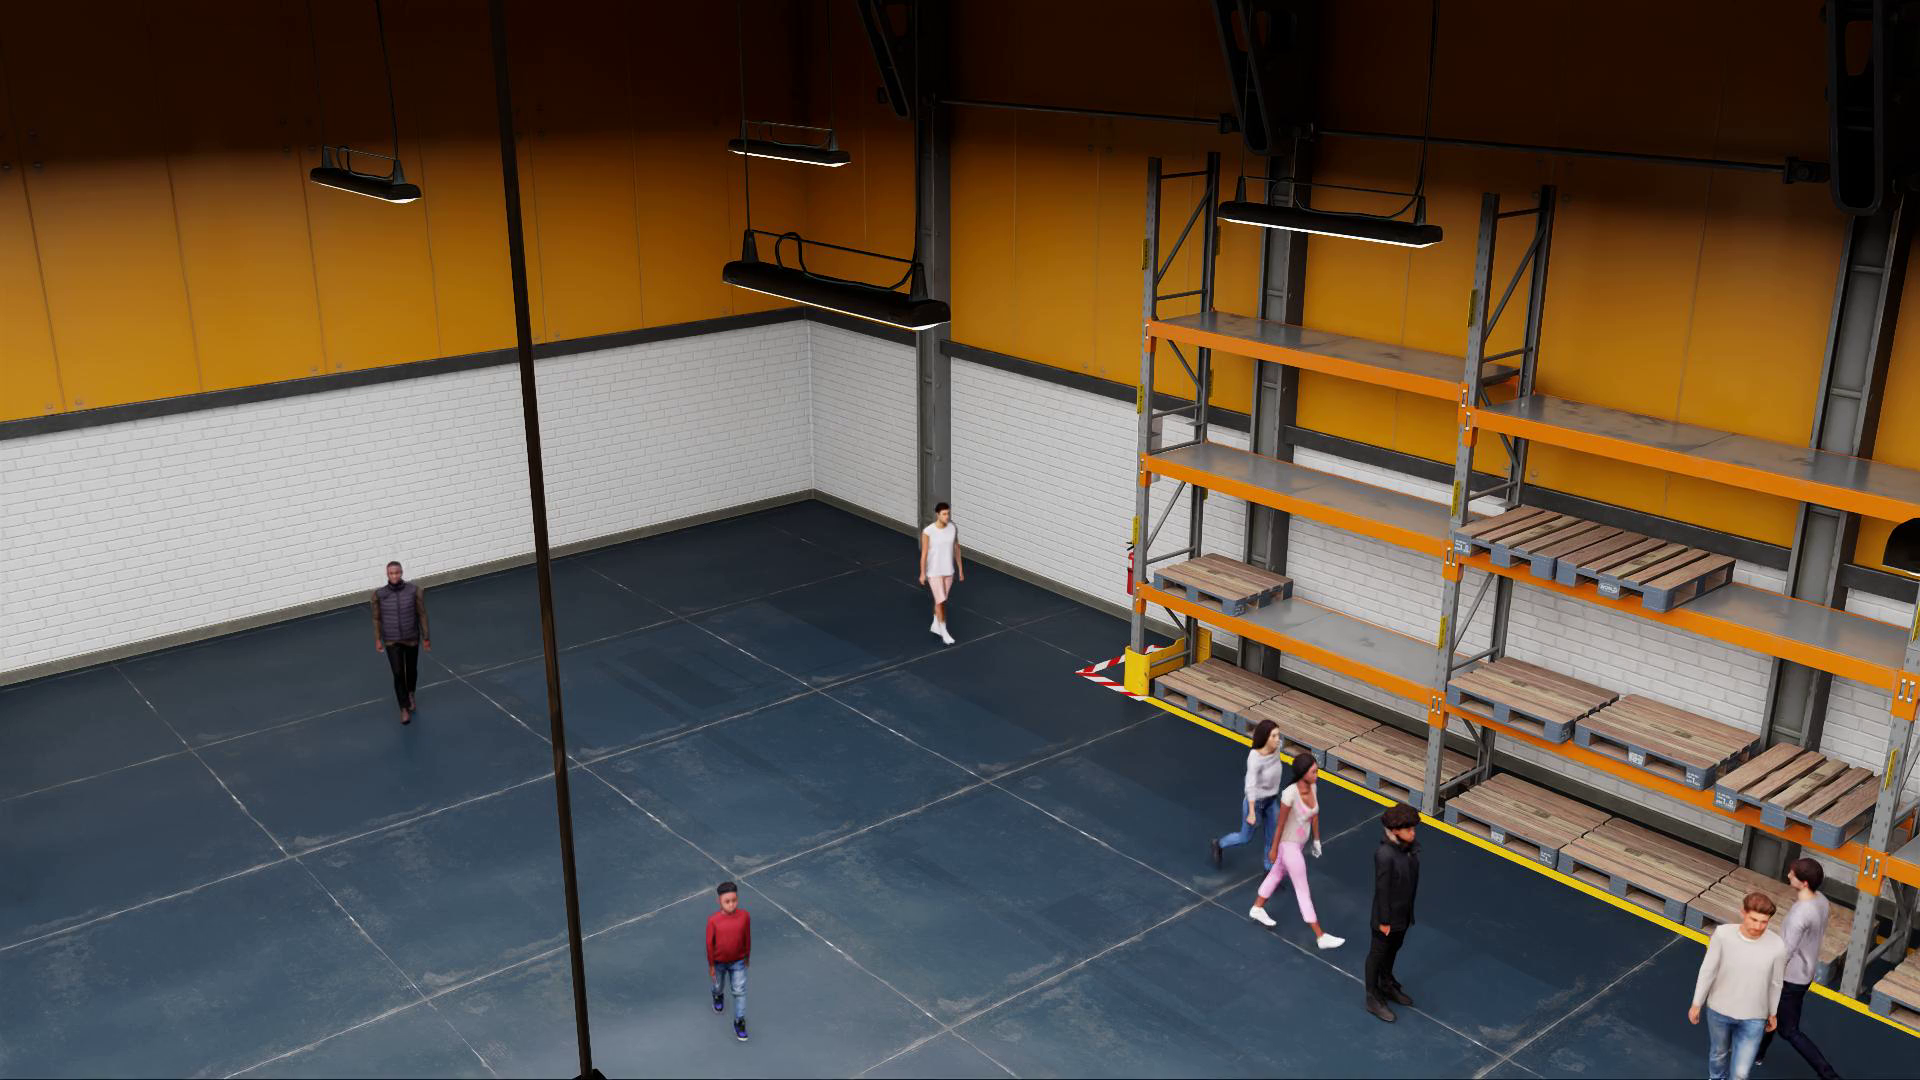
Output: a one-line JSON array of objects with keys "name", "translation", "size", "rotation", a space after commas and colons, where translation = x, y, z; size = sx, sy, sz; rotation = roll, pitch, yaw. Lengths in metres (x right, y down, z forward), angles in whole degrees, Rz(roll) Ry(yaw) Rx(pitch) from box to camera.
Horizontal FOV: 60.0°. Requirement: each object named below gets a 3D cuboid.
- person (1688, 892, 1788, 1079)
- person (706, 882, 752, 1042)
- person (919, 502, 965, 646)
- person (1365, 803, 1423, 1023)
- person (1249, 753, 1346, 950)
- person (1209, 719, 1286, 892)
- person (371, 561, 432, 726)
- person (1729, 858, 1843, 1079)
[{"name": "person", "translation": [5.460, 3.261, 11.676], "size": [1.174, 1.856, 1.037], "rotation": [11, 21, 28]}, {"name": "person", "translation": [-1.804, 3.192, 12.837], "size": [0.715, 1.245, 0.880], "rotation": [-5, 19, -14]}, {"name": "person", "translation": [-0.283, 0.357, 20.444], "size": [0.739, 1.763, 0.945], "rotation": [-12, 22, -31]}, {"name": "person", "translation": [3.374, 2.861, 12.985], "size": [0.601, 1.778, 0.645], "rotation": [17, 25, 41]}, {"name": "person", "translation": [2.729, 2.567, 13.994], "size": [1.202, 1.691, 0.690], "rotation": [17, 25, 42]}, {"name": "person", "translation": [2.599, 2.330, 14.831], "size": [0.661, 1.608, 1.018], "rotation": [-17, 25, -41]}, {"name": "person", "translation": [-6.113, 1.082, 18.250], "size": [0.971, 1.790, 1.233], "rotation": [-7, 20, -19]}, {"name": "person", "translation": [6.109, 3.175, 11.999], "size": [1.157, 1.813, 0.771], "rotation": [16, 24, 39]}]
